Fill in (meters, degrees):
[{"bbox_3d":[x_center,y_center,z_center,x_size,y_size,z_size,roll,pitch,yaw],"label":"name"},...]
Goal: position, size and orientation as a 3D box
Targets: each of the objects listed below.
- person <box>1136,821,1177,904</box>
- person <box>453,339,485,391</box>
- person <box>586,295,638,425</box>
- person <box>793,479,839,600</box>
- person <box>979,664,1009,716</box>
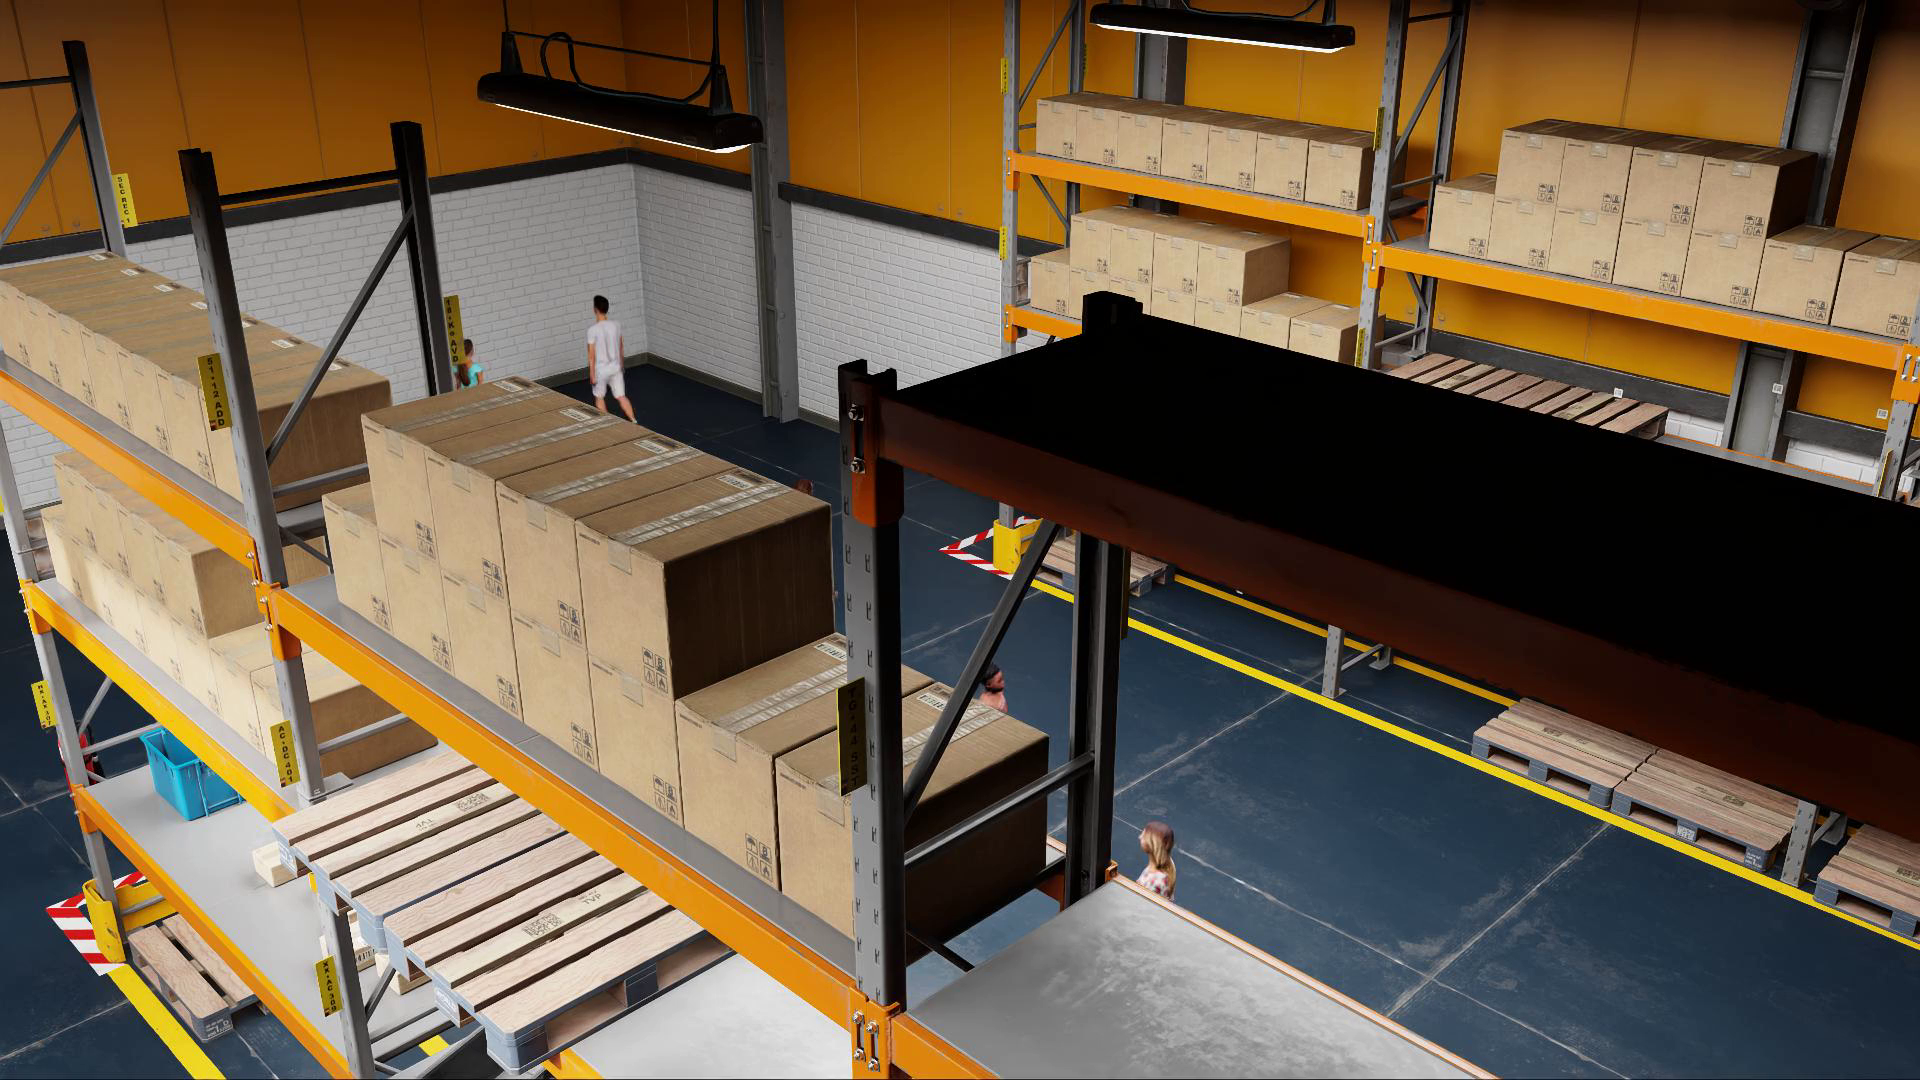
[{"bbox_3d":[1.265,2.494,10.330,0.869,1.614,0.754,9,25,19],"label":"person"},{"bbox_3d":[-5.835,-1.623,19.847,1.018,1.535,0.932,7,24,15],"label":"person"},{"bbox_3d":[-4.306,-2.096,20.557,0.711,1.835,1.089,-21,31,-39],"label":"person"},{"bbox_3d":[-1.560,0.147,15.915,0.711,1.443,0.892,-18,29,-35],"label":"person"},{"bbox_3d":[0.175,1.526,13.025,0.905,1.231,0.744,8,25,18],"label":"person"}]
